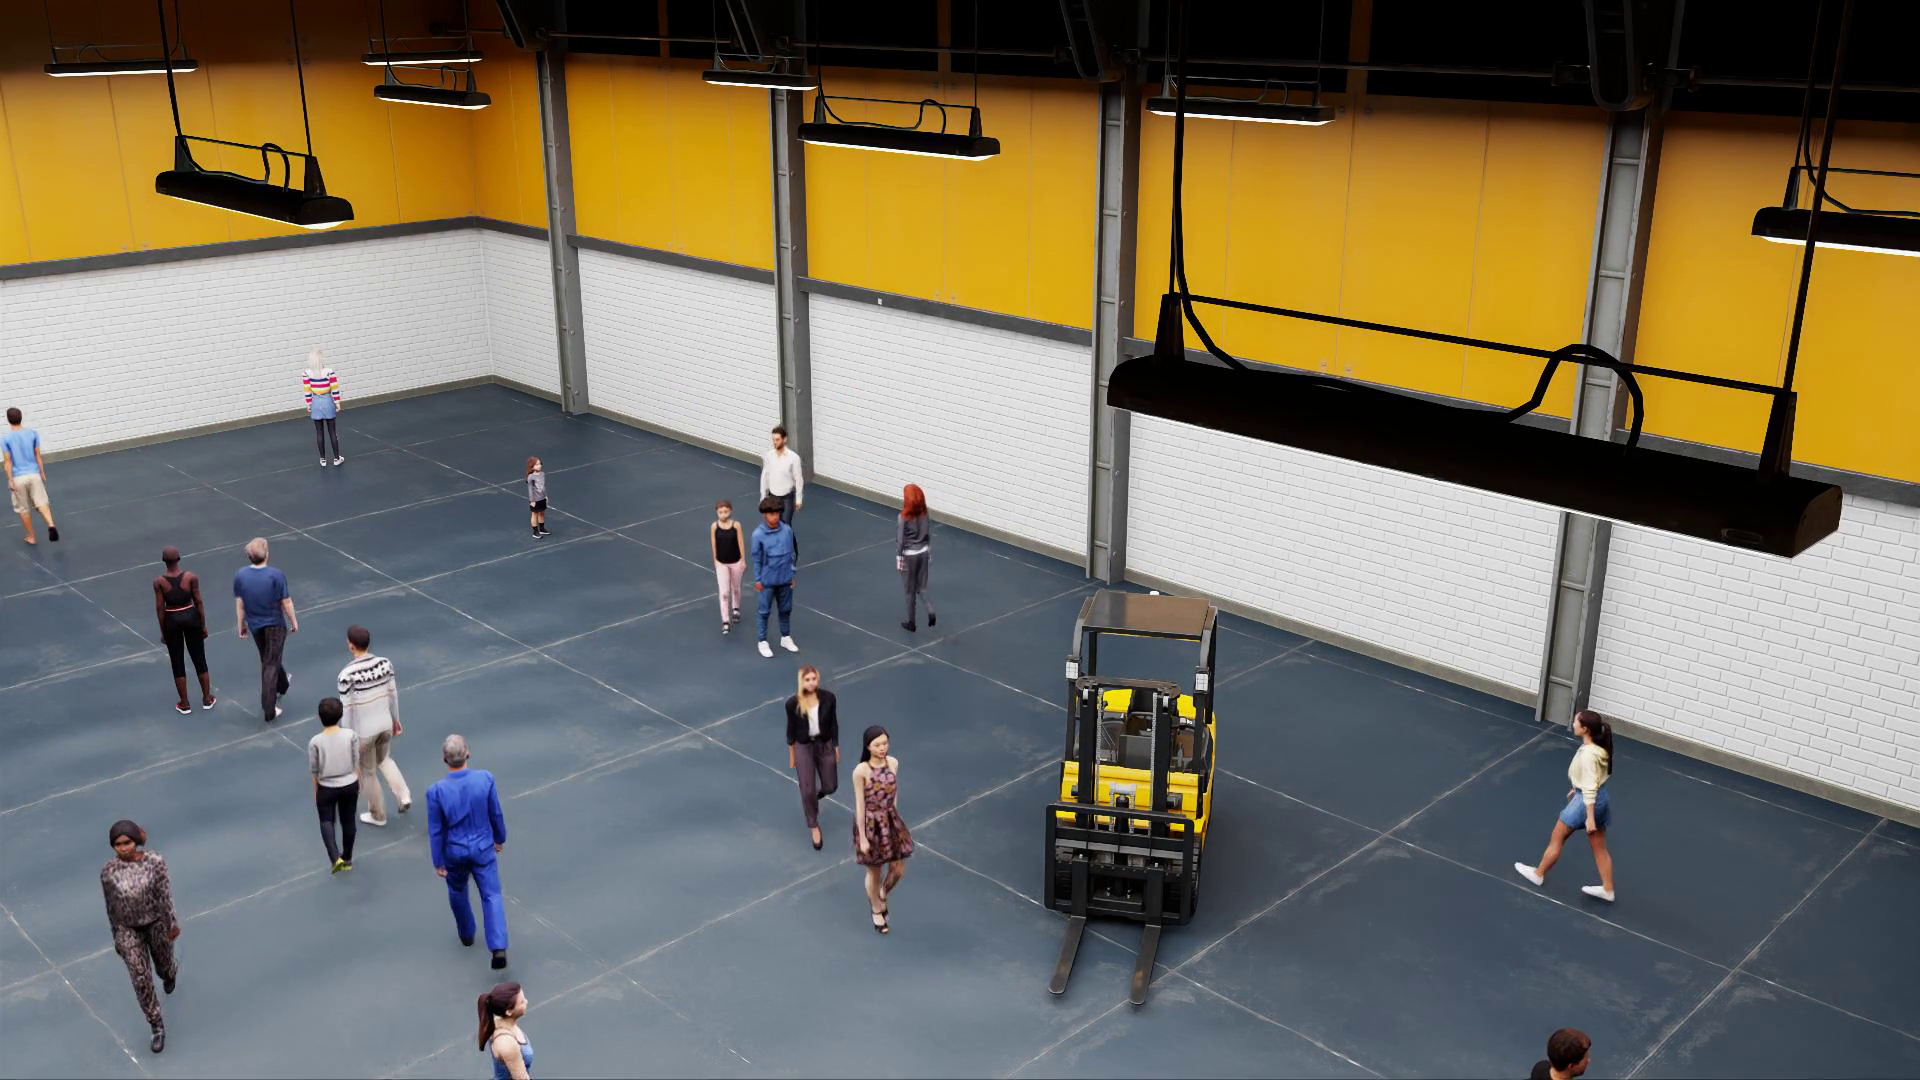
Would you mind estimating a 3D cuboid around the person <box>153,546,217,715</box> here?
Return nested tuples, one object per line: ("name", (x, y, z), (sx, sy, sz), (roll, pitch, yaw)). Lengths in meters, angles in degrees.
("person", (-7.868, 0.891, 16.823), (0.649, 1.758, 0.612), (-11, 21, -28))

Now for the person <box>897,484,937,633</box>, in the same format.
("person", (-0.466, 0.231, 18.764), (0.666, 1.771, 0.803), (-13, 22, -33))

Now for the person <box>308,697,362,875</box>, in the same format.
("person", (-5.111, 2.061, 13.699), (0.662, 1.535, 0.783), (-11, 22, -30))

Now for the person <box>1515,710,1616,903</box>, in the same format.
("person", (5.105, 2.166, 13.296), (1.051, 1.593, 0.770), (13, 23, 35))

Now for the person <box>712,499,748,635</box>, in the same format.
("person", (-2.632, 0.265, 19.048), (0.929, 1.524, 1.068), (-2, 19, -6))

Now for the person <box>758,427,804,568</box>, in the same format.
("person", (-2.201, -0.530, 20.891), (0.675, 1.855, 0.811), (7, 20, 21))

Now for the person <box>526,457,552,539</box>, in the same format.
("person", (-5.654, -0.591, 22.247), (0.528, 1.106, 0.524), (9, 21, 25))

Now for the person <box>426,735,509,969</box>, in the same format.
("person", (-3.635, 2.358, 12.408), (1.004, 1.796, 1.262), (-8, 20, -22))

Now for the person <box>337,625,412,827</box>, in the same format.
("person", (-5.064, 1.650, 14.434), (0.790, 1.845, 0.757), (12, 22, 31))

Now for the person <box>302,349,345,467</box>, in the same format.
("person", (-9.756, -2.041, 25.453), (0.716, 1.808, 0.713), (-4, 19, -11))

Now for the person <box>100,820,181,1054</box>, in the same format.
("person", (-5.676, 2.688, 11.585), (0.837, 1.695, 1.045), (-6, 20, -18))

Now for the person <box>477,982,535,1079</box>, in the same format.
("person", (-2.707, 3.358, 9.792), (0.944, 1.572, 1.028), (-5, 19, -15))

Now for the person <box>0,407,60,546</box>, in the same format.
("person", (-12.158, -0.796, 21.696), (0.943, 1.845, 0.646), (16, 25, 40))

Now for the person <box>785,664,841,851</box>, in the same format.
("person", (-1.261, 1.813, 14.239), (0.804, 1.661, 0.896), (-5, 19, -14))

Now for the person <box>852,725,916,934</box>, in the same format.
("person", (-0.681, 2.229, 12.846), (0.710, 1.762, 0.761), (-12, 22, -32))

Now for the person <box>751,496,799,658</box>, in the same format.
("person", (-2.042, 0.381, 18.264), (0.713, 1.805, 0.636), (-11, 22, -30))

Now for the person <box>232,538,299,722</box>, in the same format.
("person", (-6.954, 0.927, 16.609), (1.141, 1.826, 1.191), (0, 19, 1))

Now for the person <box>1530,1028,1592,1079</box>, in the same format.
("person", (3.097, 3.468, 9.084), (1.189, 1.815, 1.224), (-3, 19, -7))
